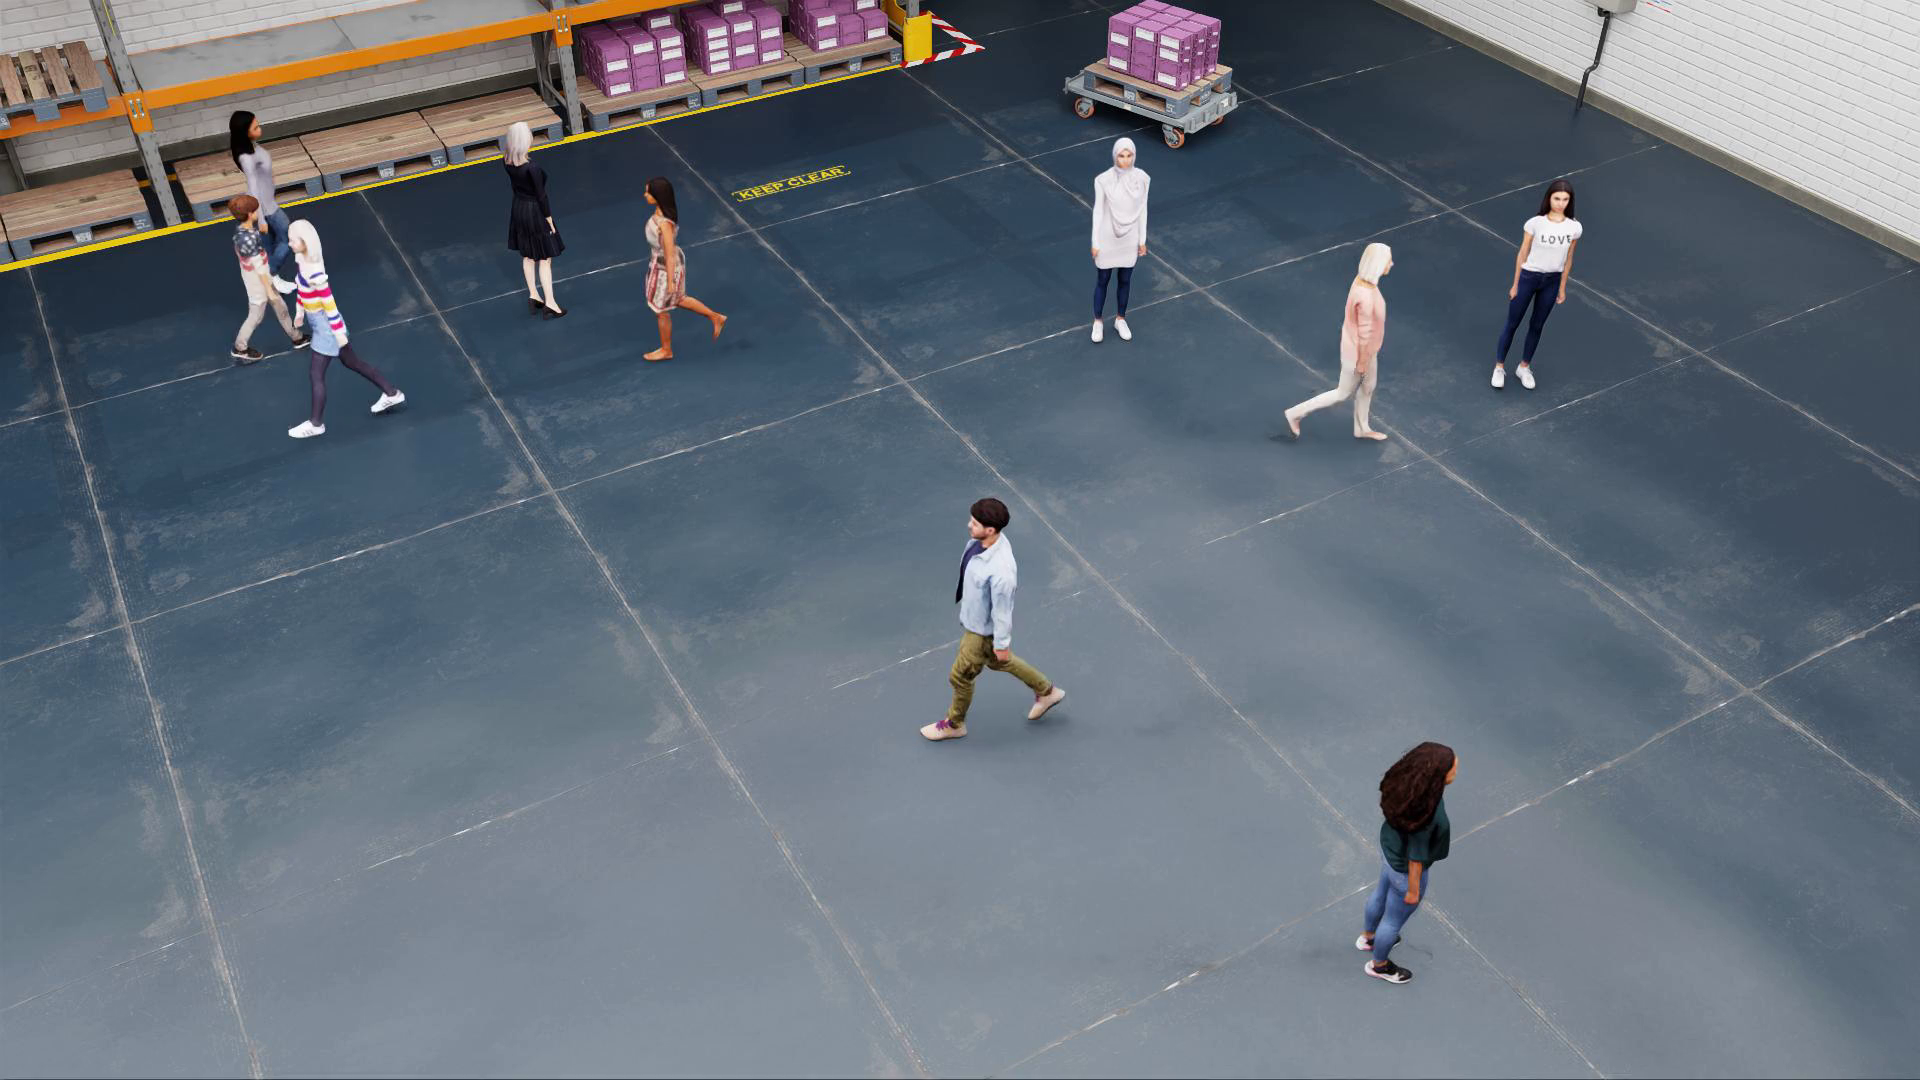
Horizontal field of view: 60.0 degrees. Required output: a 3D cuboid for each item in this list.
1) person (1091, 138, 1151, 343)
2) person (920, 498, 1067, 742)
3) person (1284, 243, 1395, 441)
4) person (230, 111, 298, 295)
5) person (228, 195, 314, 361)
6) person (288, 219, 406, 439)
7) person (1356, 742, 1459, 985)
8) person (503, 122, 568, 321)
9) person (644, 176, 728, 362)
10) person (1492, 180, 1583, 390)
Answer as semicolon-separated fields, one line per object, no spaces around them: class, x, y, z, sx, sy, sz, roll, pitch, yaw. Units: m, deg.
person;1.297;-2.471;13.680;0.604;1.775;0.745;-4;39;-5
person;0.245;0.496;9.963;1.266;1.778;0.993;-4;39;-5
person;2.890;-1.444;12.454;1.118;1.700;1.005;6;39;7
person;-6.005;-2.810;14.145;0.693;1.724;0.754;-16;41;-19
person;-5.768;-2.088;13.493;0.932;1.410;0.535;-19;42;-22
person;-4.723;-1.637;12.643;1.145;1.766;0.709;-17;42;-21
person;2.310;1.656;8.640;0.738;1.615;0.706;0;39;0
person;-3.582;-2.677;13.964;0.698;1.742;0.692;26;45;28
person;-2.276;-2.183;13.438;1.035;1.626;0.806;-9;39;-11
person;4.542;-2.012;13.106;0.624;1.774;0.729;2;39;2
